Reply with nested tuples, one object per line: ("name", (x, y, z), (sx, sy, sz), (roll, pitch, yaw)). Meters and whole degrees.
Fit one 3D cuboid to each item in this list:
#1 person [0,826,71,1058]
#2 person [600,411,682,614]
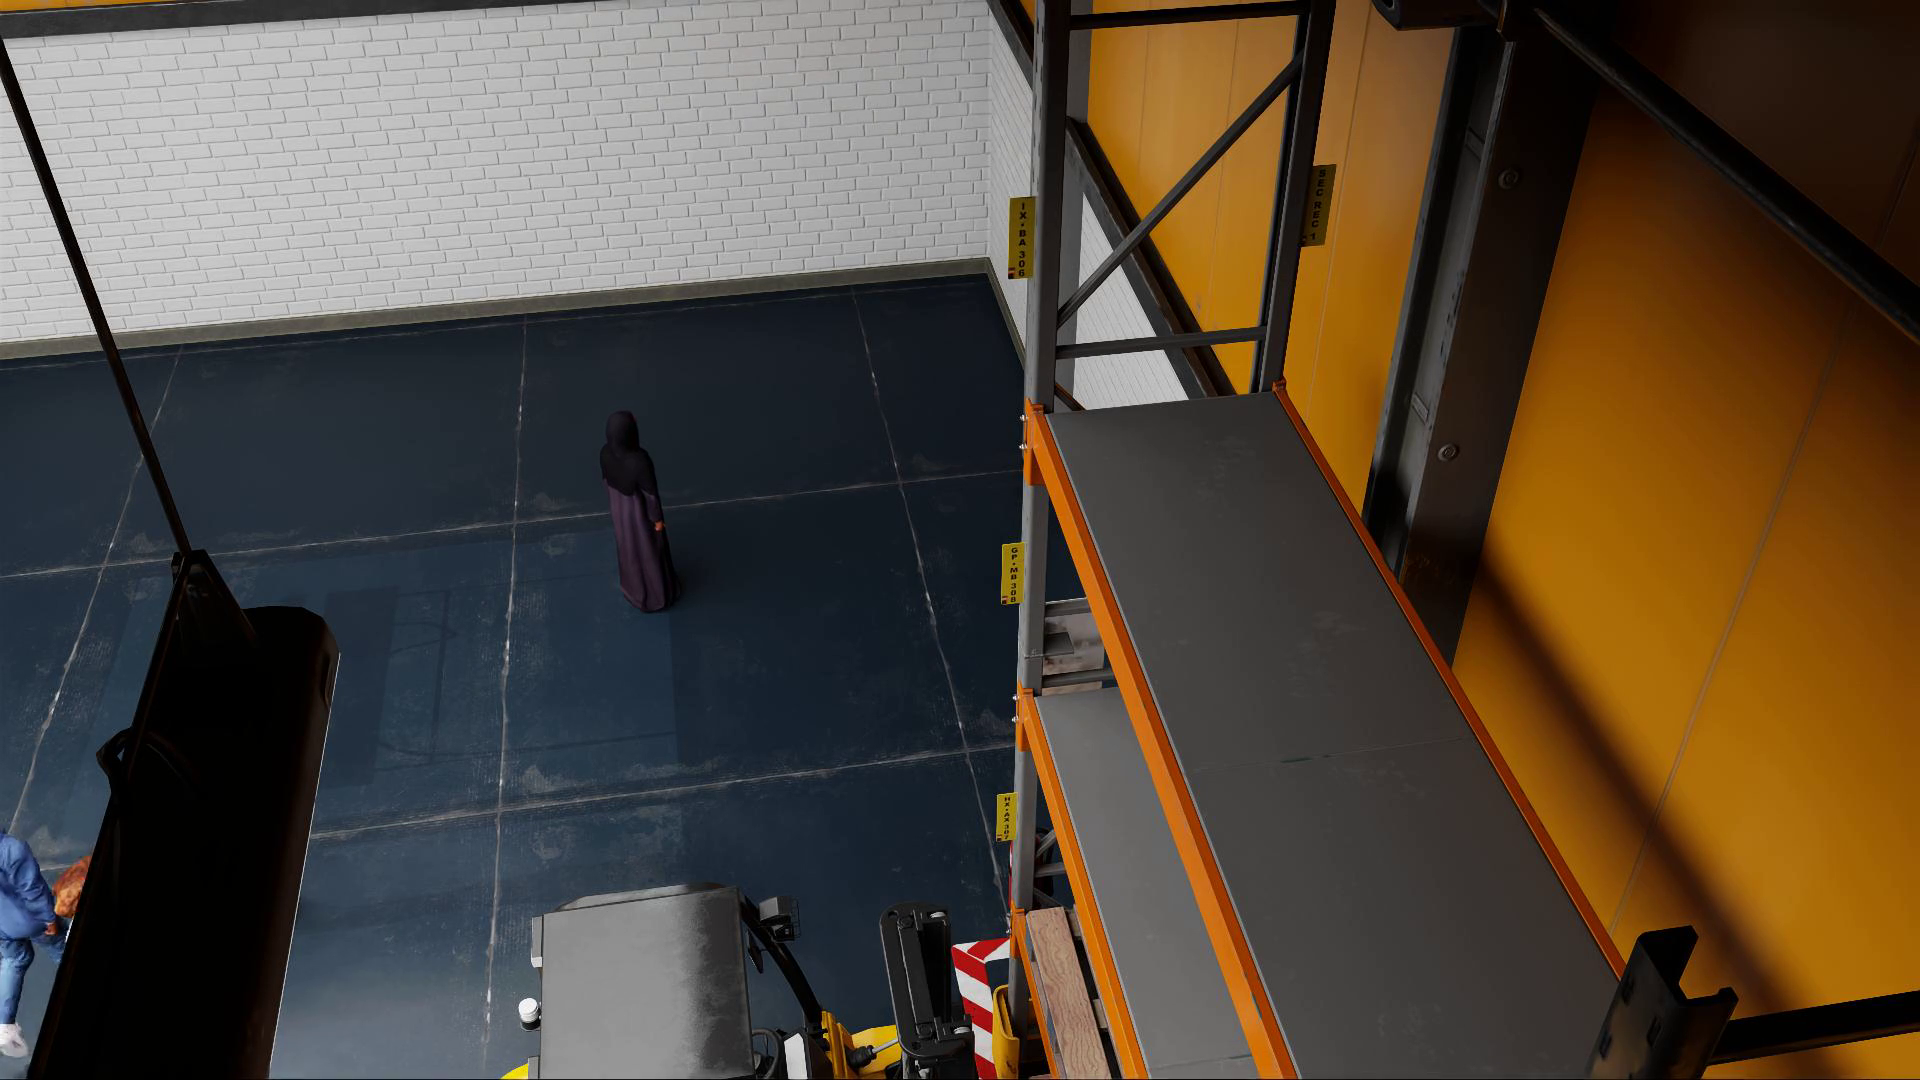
("person", (-5.010, 1.989, 8.717), (0.838, 1.786, 1.072), (4, 39, 5))
("person", (-2.273, -0.223, 11.624), (0.714, 1.614, 0.772), (23, 44, 26))
